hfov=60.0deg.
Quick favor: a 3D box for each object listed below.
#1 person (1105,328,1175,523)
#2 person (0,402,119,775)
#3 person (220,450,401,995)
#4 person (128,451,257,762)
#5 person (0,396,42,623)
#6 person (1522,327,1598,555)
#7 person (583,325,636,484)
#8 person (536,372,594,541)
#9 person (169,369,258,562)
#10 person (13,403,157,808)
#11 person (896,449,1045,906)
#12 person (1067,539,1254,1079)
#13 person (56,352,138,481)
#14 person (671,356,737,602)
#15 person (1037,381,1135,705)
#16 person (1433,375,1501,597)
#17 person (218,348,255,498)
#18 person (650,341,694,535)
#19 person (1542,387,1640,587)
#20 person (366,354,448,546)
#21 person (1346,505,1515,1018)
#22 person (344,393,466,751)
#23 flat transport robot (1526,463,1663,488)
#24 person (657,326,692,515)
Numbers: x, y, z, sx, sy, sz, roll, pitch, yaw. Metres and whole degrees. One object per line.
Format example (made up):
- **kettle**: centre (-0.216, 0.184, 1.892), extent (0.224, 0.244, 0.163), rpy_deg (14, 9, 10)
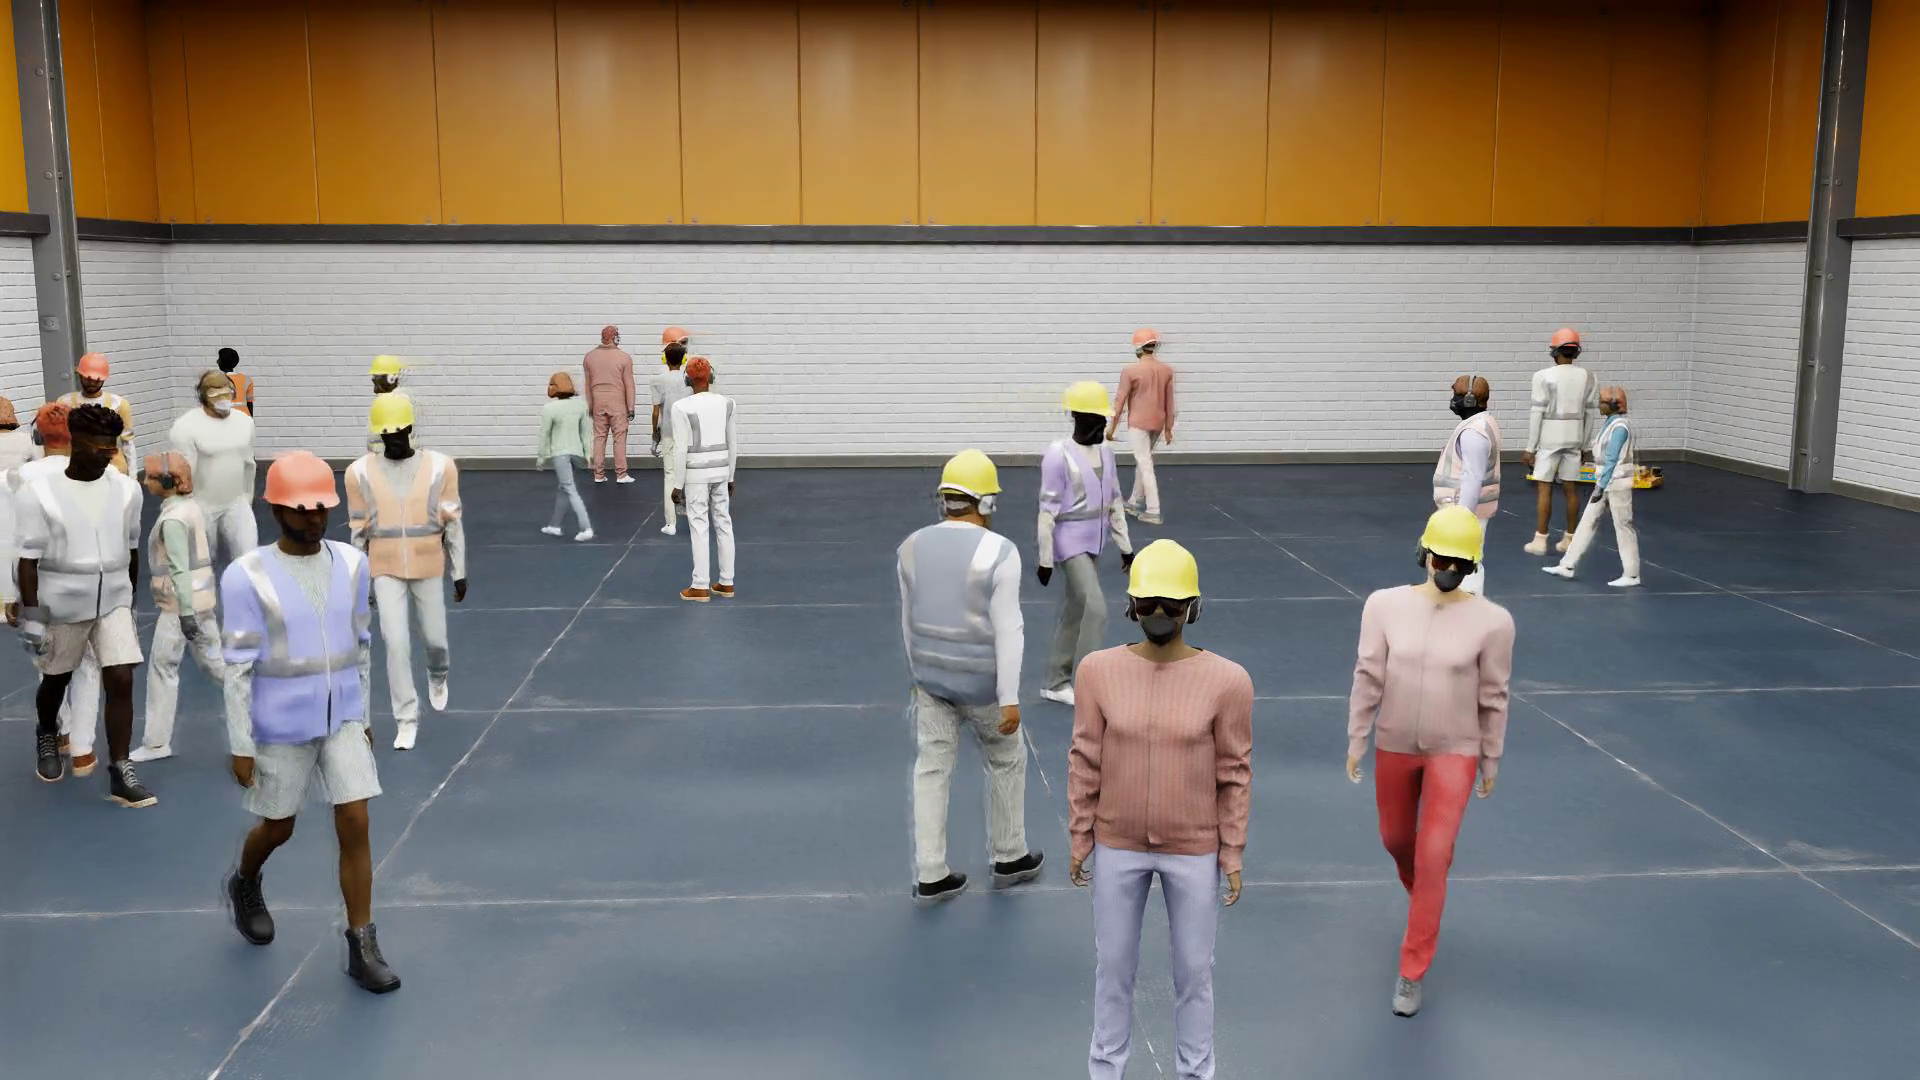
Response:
- **person**: centre (1.795, -1.178, 16.990), extent (0.627, 1.954, 0.918), rpy_deg (-6, 11, -34)
- **person**: centre (-4.551, 0.224, 8.513), extent (0.570, 1.854, 0.793), rpy_deg (-3, 10, -18)
- **person**: centre (-2.369, 0.616, 5.937), extent (0.901, 1.910, 0.555), rpy_deg (8, 12, 41)
- **person**: centre (-3.950, 0.332, 8.609), extent (0.782, 1.609, 0.513), rpy_deg (-2, 9, -13)
- **person**: centre (-6.880, -0.221, 12.017), extent (0.276, 1.633, 0.507), rpy_deg (9, 12, 43)
- **person**: centre (5.352, -0.878, 14.873), extent (0.610, 2.043, 0.382), rpy_deg (-2, 9, -9)
- **person**: centre (-4.186, -1.621, 19.993), extent (0.648, 1.903, 0.399), rpy_deg (2, 9, 13)
- **person**: centre (-3.739, -0.794, 15.755), extent (0.846, 1.590, 0.512), rpy_deg (7, 11, 37)
- **person**: centre (-4.936, -0.199, 11.094), extent (1.058, 1.873, 0.657), rpy_deg (6, 11, 33)
- **person**: centre (-4.241, 0.284, 8.014), extent (1.017, 1.912, 0.612), rpy_deg (8, 12, 43)
- **person**: centre (0.069, 0.535, 6.727), extent (0.621, 1.800, 0.768), rpy_deg (6, 11, 34)
- **person**: centre (0.561, 0.872, 4.737), extent (0.525, 1.772, 0.309), rpy_deg (2, 9, 14)
- **person**: centre (-6.838, -0.550, 13.237), extent (0.566, 1.906, 0.650), rpy_deg (-2, 9, -10)
- **person**: centre (-1.965, -0.466, 12.779), extent (0.575, 1.883, 0.362), rpy_deg (-8, 12, -42)
- **person**: centre (0.772, 0.053, 9.483), extent (0.735, 1.899, 0.592), rpy_deg (6, 11, 33)
- **person**: centre (3.372, -0.179, 11.106), extent (0.429, 1.844, 0.625), rpy_deg (3, 10, 20)
- **person**: centre (-8.114, -1.293, 18.540), extent (0.315, 1.699, 0.541), rpy_deg (6, 11, 35)
- **person**: centre (-2.732, -0.984, 16.069), extent (0.519, 1.874, 0.326), rpy_deg (-3, 9, -16)
- **person**: centre (5.117, -0.417, 13.349), extent (0.801, 1.606, 0.518), rpy_deg (1, 9, 7)
- **person**: centre (-4.987, -0.752, 14.810), extent (0.802, 1.810, 0.597), rpy_deg (-8, 12, -42)
- **person**: centre (1.661, 0.709, 5.857), extent (0.537, 1.731, 0.794), rpy_deg (4, 10, 25)
- **person**: centre (-2.994, 0.135, 9.024), extent (0.601, 1.889, 0.804), rpy_deg (-3, 9, -17)
- **flat transport robot**: centre (7.599, -0.798, 19.909), extent (1.431, 0.197, 0.652), rpy_deg (6, 11, 33)
- **person**: centre (-2.952, -1.238, 17.343), extent (0.658, 1.965, 0.642), rpy_deg (6, 11, 35)
